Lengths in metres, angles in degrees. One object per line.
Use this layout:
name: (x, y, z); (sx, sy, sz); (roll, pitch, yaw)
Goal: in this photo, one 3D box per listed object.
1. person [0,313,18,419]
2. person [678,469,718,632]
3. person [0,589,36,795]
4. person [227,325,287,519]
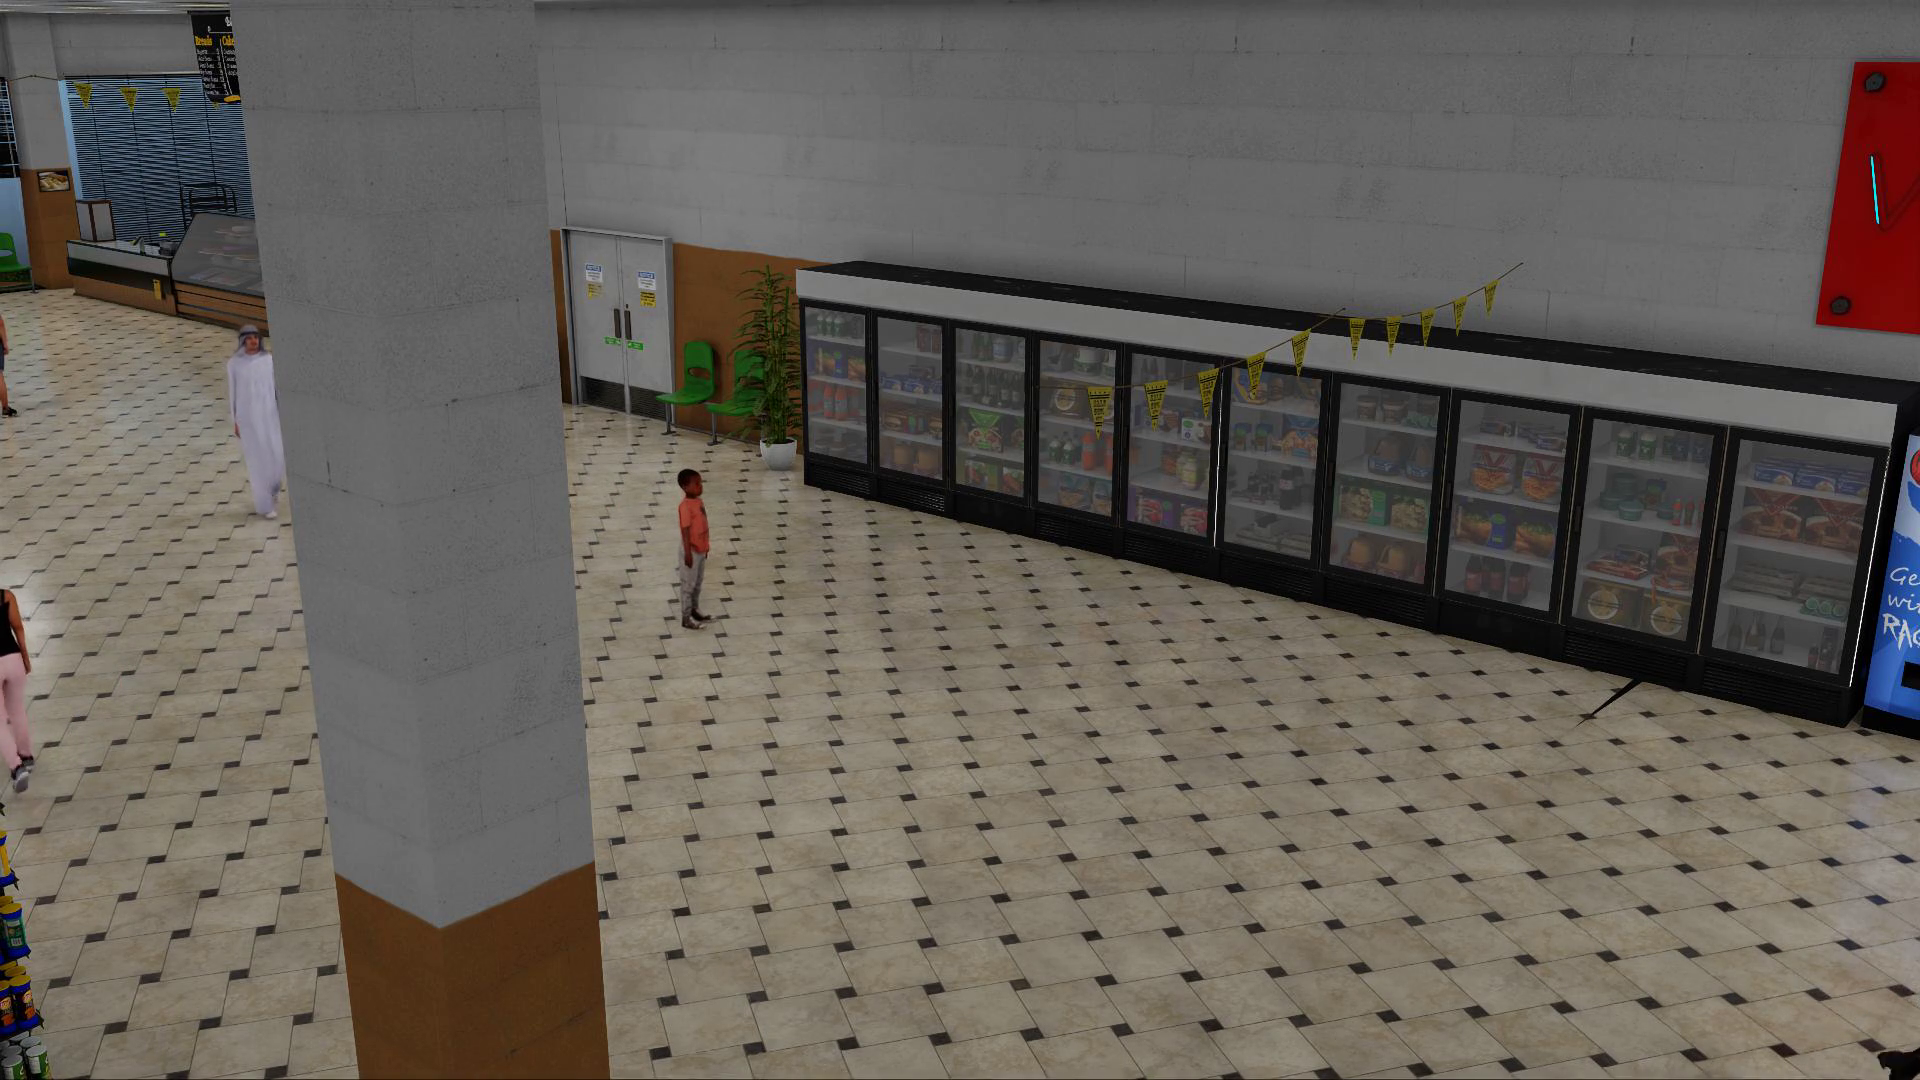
person: (-12.146, -2.433, 20.695); (0.667, 1.847, 0.800); (-7, 18, -21)
person: (-2.158, 0.061, 13.406); (0.617, 1.310, 0.509); (5, 18, 15)
person: (-6.027, 0.844, 10.446); (0.562, 1.532, 0.906); (15, 22, 41)
person: (-6.983, -1.190, 16.496); (0.906, 1.908, 0.891); (-11, 20, -31)
